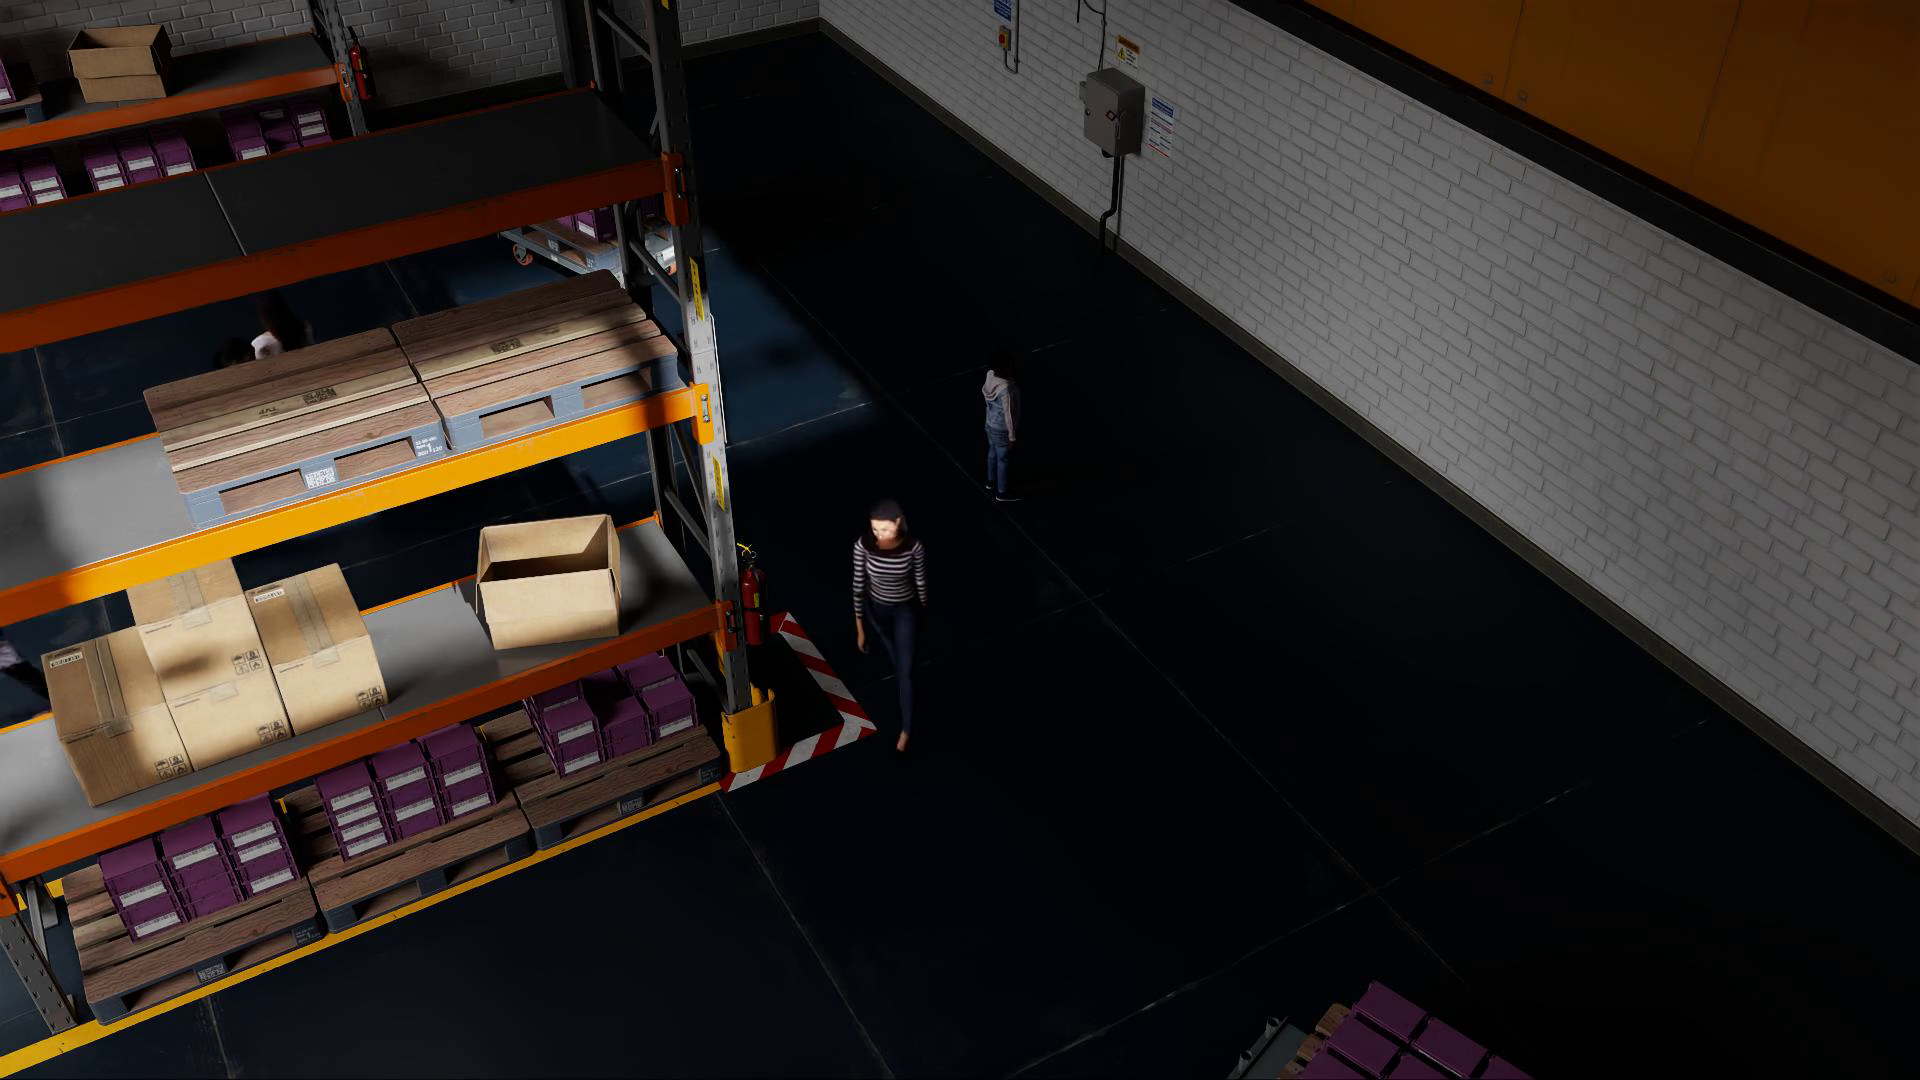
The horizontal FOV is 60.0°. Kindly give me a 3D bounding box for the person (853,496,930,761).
[{"bbox_3d":[-0.411,0.405,10.271,1.047,1.753,1.016,2,39,2],"label":"person"}]

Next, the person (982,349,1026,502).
[{"bbox_3d":[0.306,-0.864,12.254,0.515,1.261,0.504,-15,41,-18],"label":"person"}]

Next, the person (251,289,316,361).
[{"bbox_3d":[-4.829,-1.055,12.168,0.967,1.668,0.943,19,43,23],"label":"person"}]
